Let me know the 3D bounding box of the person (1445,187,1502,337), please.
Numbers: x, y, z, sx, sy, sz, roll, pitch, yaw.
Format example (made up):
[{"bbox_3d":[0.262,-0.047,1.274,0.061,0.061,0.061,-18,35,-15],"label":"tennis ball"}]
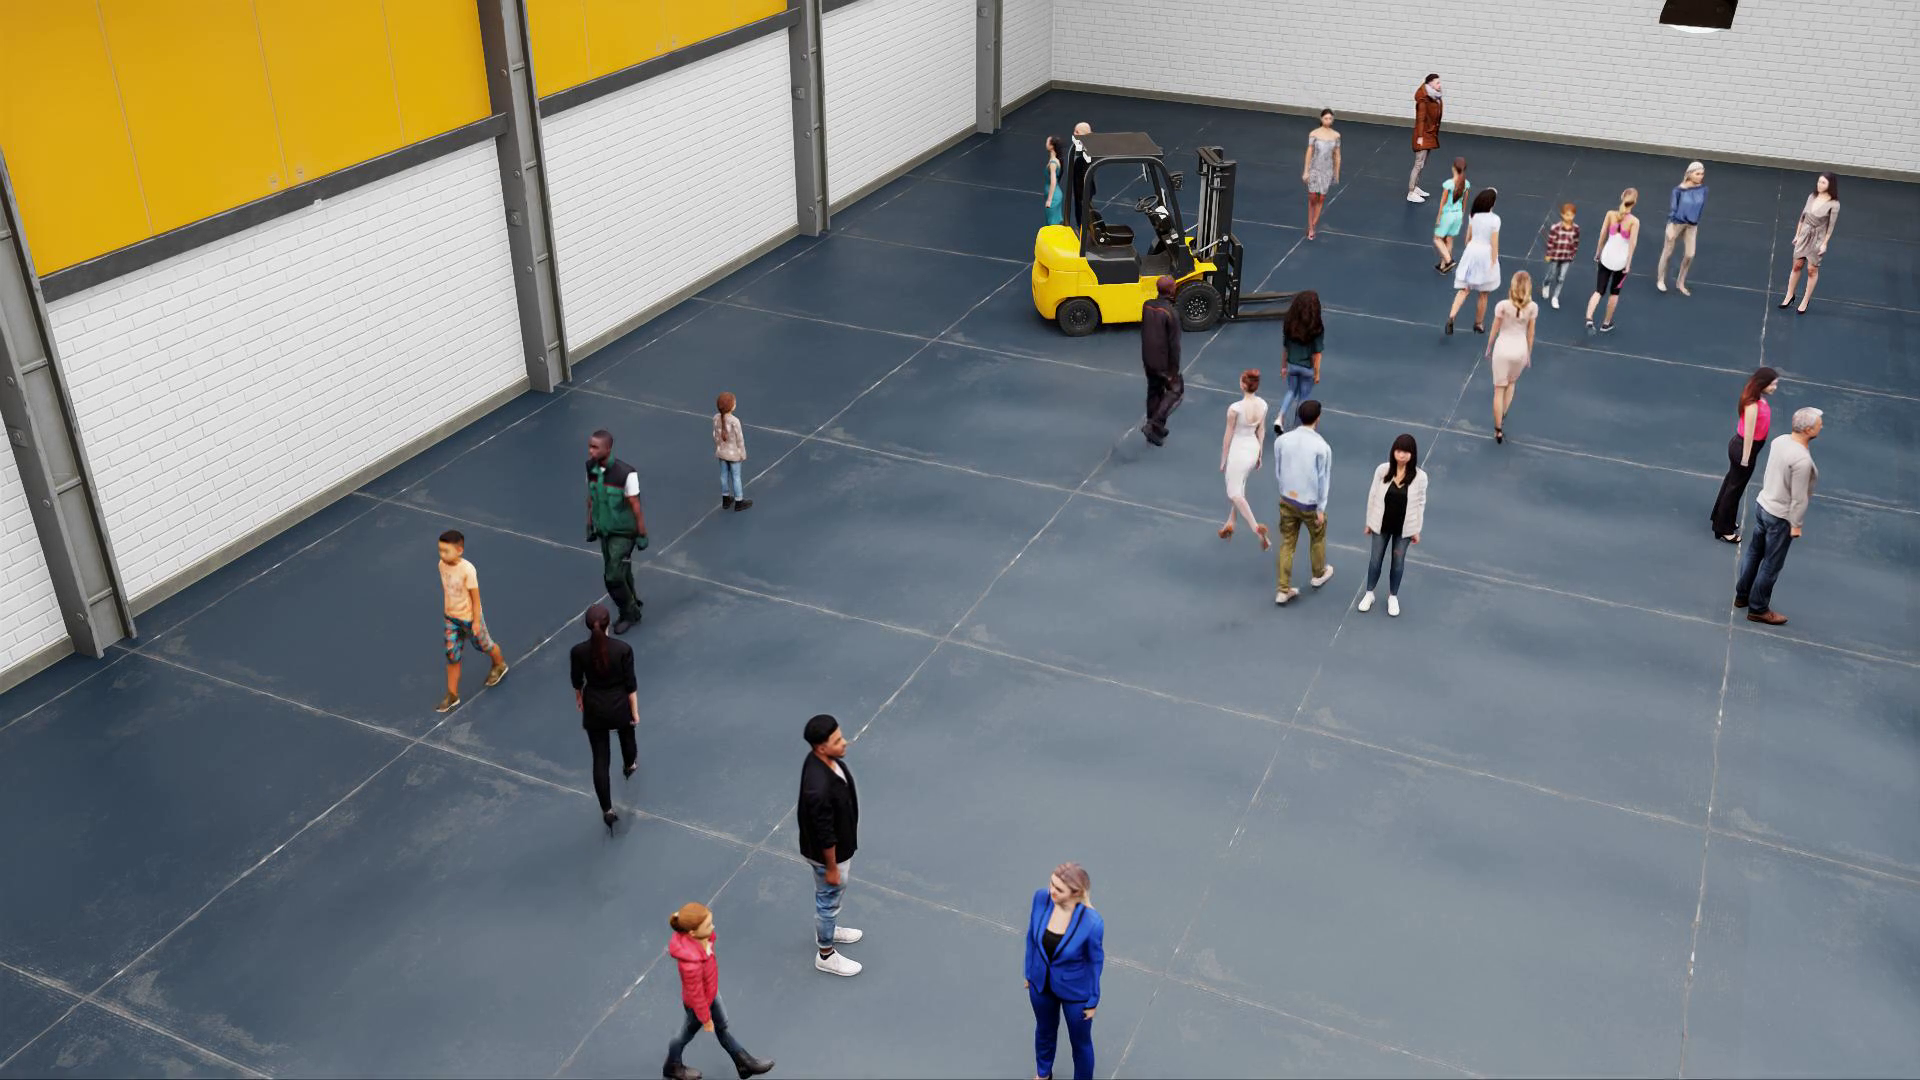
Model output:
[{"bbox_3d":[6.013,-3.198,19.408,1.065,1.804,0.888,-24,37,-37],"label":"person"}]

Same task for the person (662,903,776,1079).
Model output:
[{"bbox_3d":[-1.530,2.581,9.355,0.769,1.285,0.885,4,29,7],"label":"person"}]

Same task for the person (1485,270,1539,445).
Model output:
[{"bbox_3d":[5.584,-1.821,16.872,0.726,1.814,0.855,4,29,6],"label":"person"}]

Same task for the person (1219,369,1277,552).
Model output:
[{"bbox_3d":[2.554,-0.662,14.794,1.006,1.771,1.005,-13,31,-23],"label":"person"}]

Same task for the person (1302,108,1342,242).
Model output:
[{"bbox_3d":[4.906,-5.015,22.734,0.742,1.809,0.767,-1,29,-1],"label":"person"}]

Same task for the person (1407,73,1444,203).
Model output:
[{"bbox_3d":[6.790,-5.896,24.320,0.758,1.837,0.613,14,31,23],"label":"person"}]

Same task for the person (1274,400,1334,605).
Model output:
[{"bbox_3d":[2.840,-0.280,14.080,0.838,1.783,1.051,22,36,35],"label":"person"}]

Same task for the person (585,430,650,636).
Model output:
[{"bbox_3d":[-2.763,-0.101,13.707,0.774,1.826,0.777,19,34,31],"label":"person"}]

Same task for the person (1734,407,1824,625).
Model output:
[{"bbox_3d":[6.817,-0.223,13.842,0.879,1.911,0.733,0,29,0],"label":"person"}]

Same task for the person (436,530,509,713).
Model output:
[{"bbox_3d":[-3.793,0.565,12.905,0.550,1.425,0.963,12,31,21],"label":"person"}]

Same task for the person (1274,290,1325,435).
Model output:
[{"bbox_3d":[3.449,-1.744,16.952,0.689,1.604,0.825,21,35,33],"label":"person"}]

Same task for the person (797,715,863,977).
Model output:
[{"bbox_3d":[-0.814,1.835,10.171,0.841,1.814,0.704,0,29,-1],"label":"person"}]

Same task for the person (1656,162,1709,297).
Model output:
[{"bbox_3d":[9.019,-3.942,20.900,0.797,1.681,0.877,-1,29,-2],"label":"person"}]

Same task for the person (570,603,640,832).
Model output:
[{"bbox_3d":[-2.439,1.250,11.453,0.947,1.612,1.155,-2,29,-4],"label":"person"}]

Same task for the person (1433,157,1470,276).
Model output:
[{"bbox_3d":[6.338,-4.134,21.385,0.780,1.554,0.851,-8,30,-15],"label":"person"}]

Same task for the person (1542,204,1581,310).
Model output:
[{"bbox_3d":[7.420,-3.536,20.557,0.643,1.296,0.762,3,29,6],"label":"person"}]

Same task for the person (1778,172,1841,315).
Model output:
[{"bbox_3d":[10.381,-3.634,20.266,0.677,1.747,0.663,-17,33,-28],"label":"person"}]

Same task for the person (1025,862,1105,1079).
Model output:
[{"bbox_3d":[0.575,2.449,9.164,0.647,1.699,0.587,18,33,29],"label":"person"}]

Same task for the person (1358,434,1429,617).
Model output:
[{"bbox_3d":[3.649,-0.145,13.985,0.629,1.638,0.566,10,30,18],"label":"person"}]

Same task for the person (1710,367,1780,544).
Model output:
[{"bbox_3d":[7.157,-0.798,15.154,0.642,1.663,0.448,11,31,20],"label":"person"}]

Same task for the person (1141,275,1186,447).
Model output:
[{"bbox_3d":[1.972,-1.791,16.818,0.932,1.813,0.851,-25,37,-37],"label":"person"}]

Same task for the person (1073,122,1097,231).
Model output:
[{"bbox_3d":[1.640,-4.653,22.080,0.817,1.799,0.708,-3,29,-6],"label":"person"}]

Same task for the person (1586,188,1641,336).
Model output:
[{"bbox_3d":[7.614,-3.215,19.487,1.104,1.758,0.826,-24,36,-36],"label":"person"}]

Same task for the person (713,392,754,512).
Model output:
[{"bbox_3d":[-2.182,-0.841,15.724,0.493,1.194,0.477,15,32,26],"label":"person"}]

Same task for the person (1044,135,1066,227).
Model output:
[{"bbox_3d":[1.228,-4.499,21.914,0.655,1.687,0.464,7,29,13],"label":"person"}]
